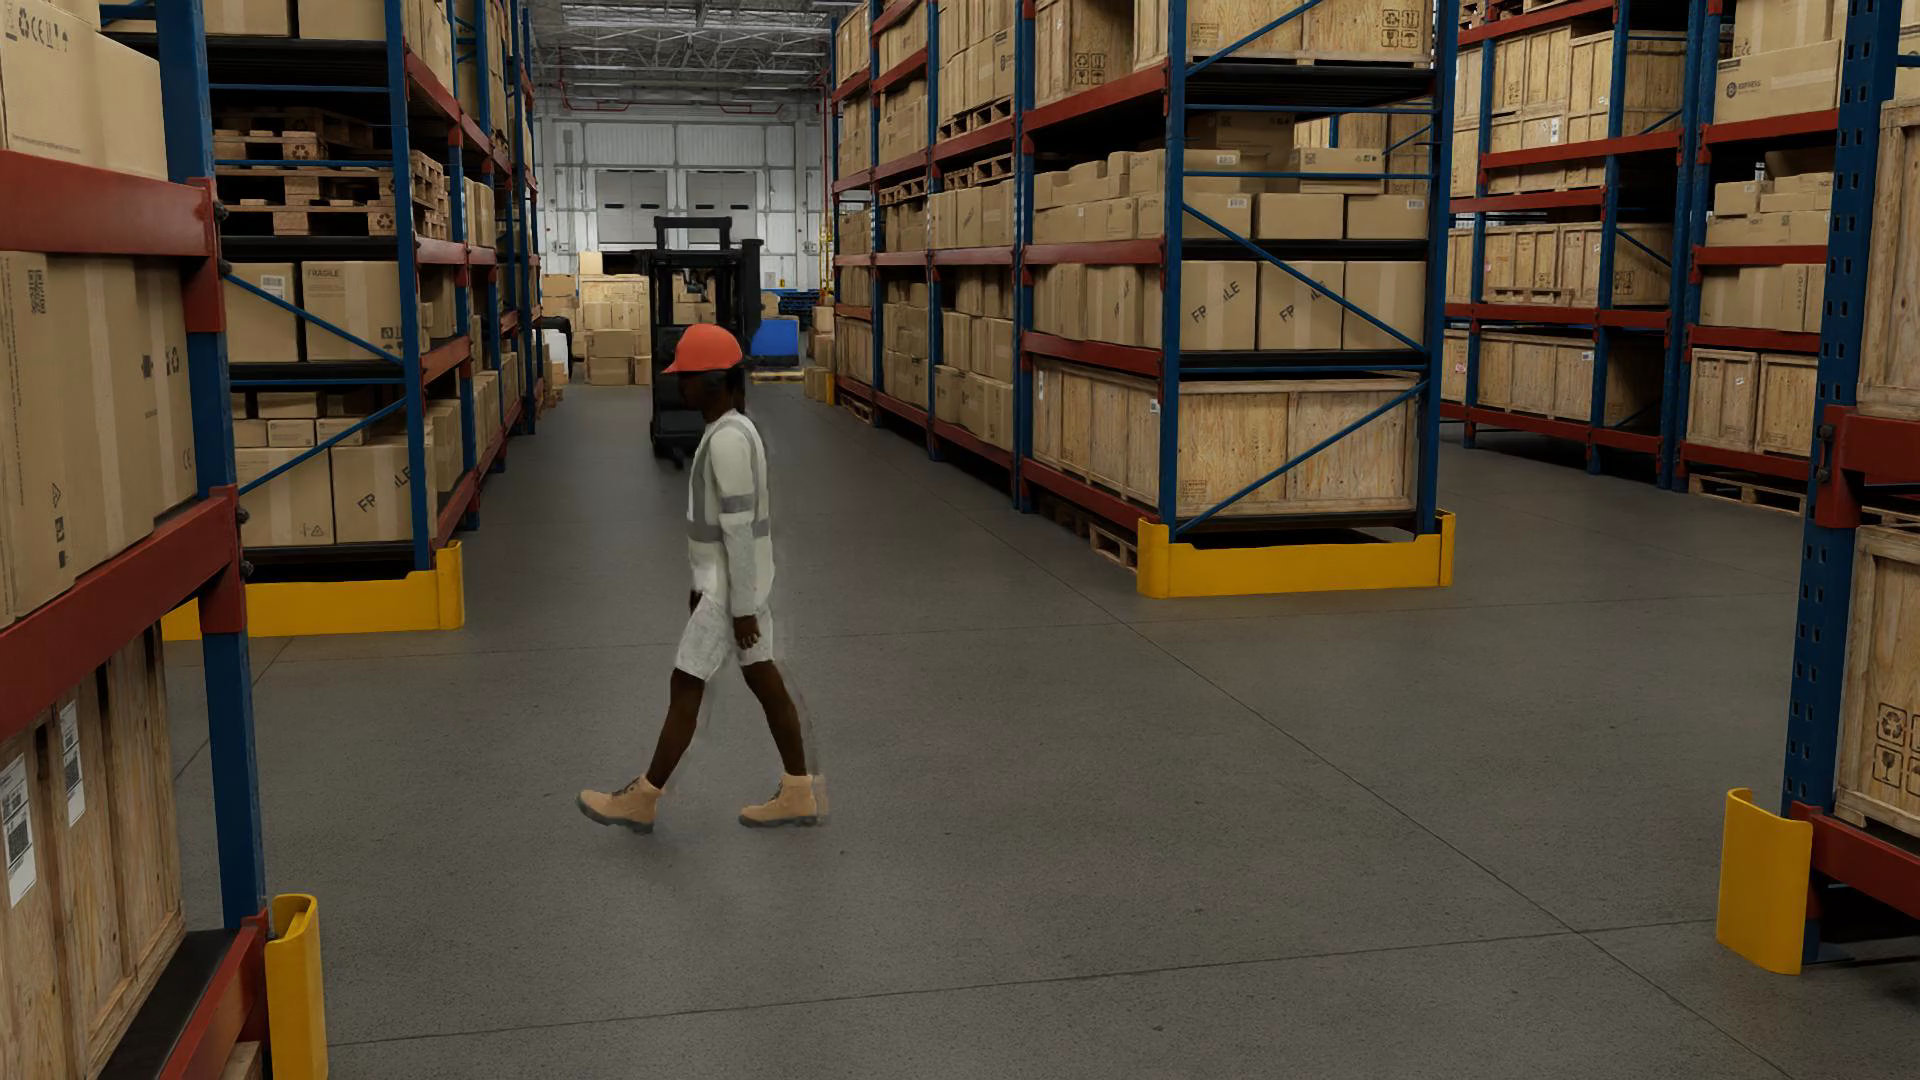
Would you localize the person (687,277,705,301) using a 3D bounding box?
[{"bbox_3d":[-8.088,-7.095,50.975,0.630,1.930,0.383,5,10,27],"label":"person"}]

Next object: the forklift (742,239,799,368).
[{"bbox_3d":[-4.510,-5.153,36.233,1.873,2.768,1.129,-2,10,-13],"label":"forklift"}]

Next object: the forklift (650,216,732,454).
[{"bbox_3d":[-3.228,-2.532,20.257,1.129,2.768,1.873,-2,10,-12],"label":"forklift"}]

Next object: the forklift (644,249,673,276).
[{"bbox_3d":[-10.091,-8.375,55.870,1.129,2.768,1.873,-7,12,-38],"label":"forklift"}]

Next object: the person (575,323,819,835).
[{"bbox_3d":[-1.026,0.168,6.487,1.018,1.992,0.629,0,9,-3],"label":"person"}]
